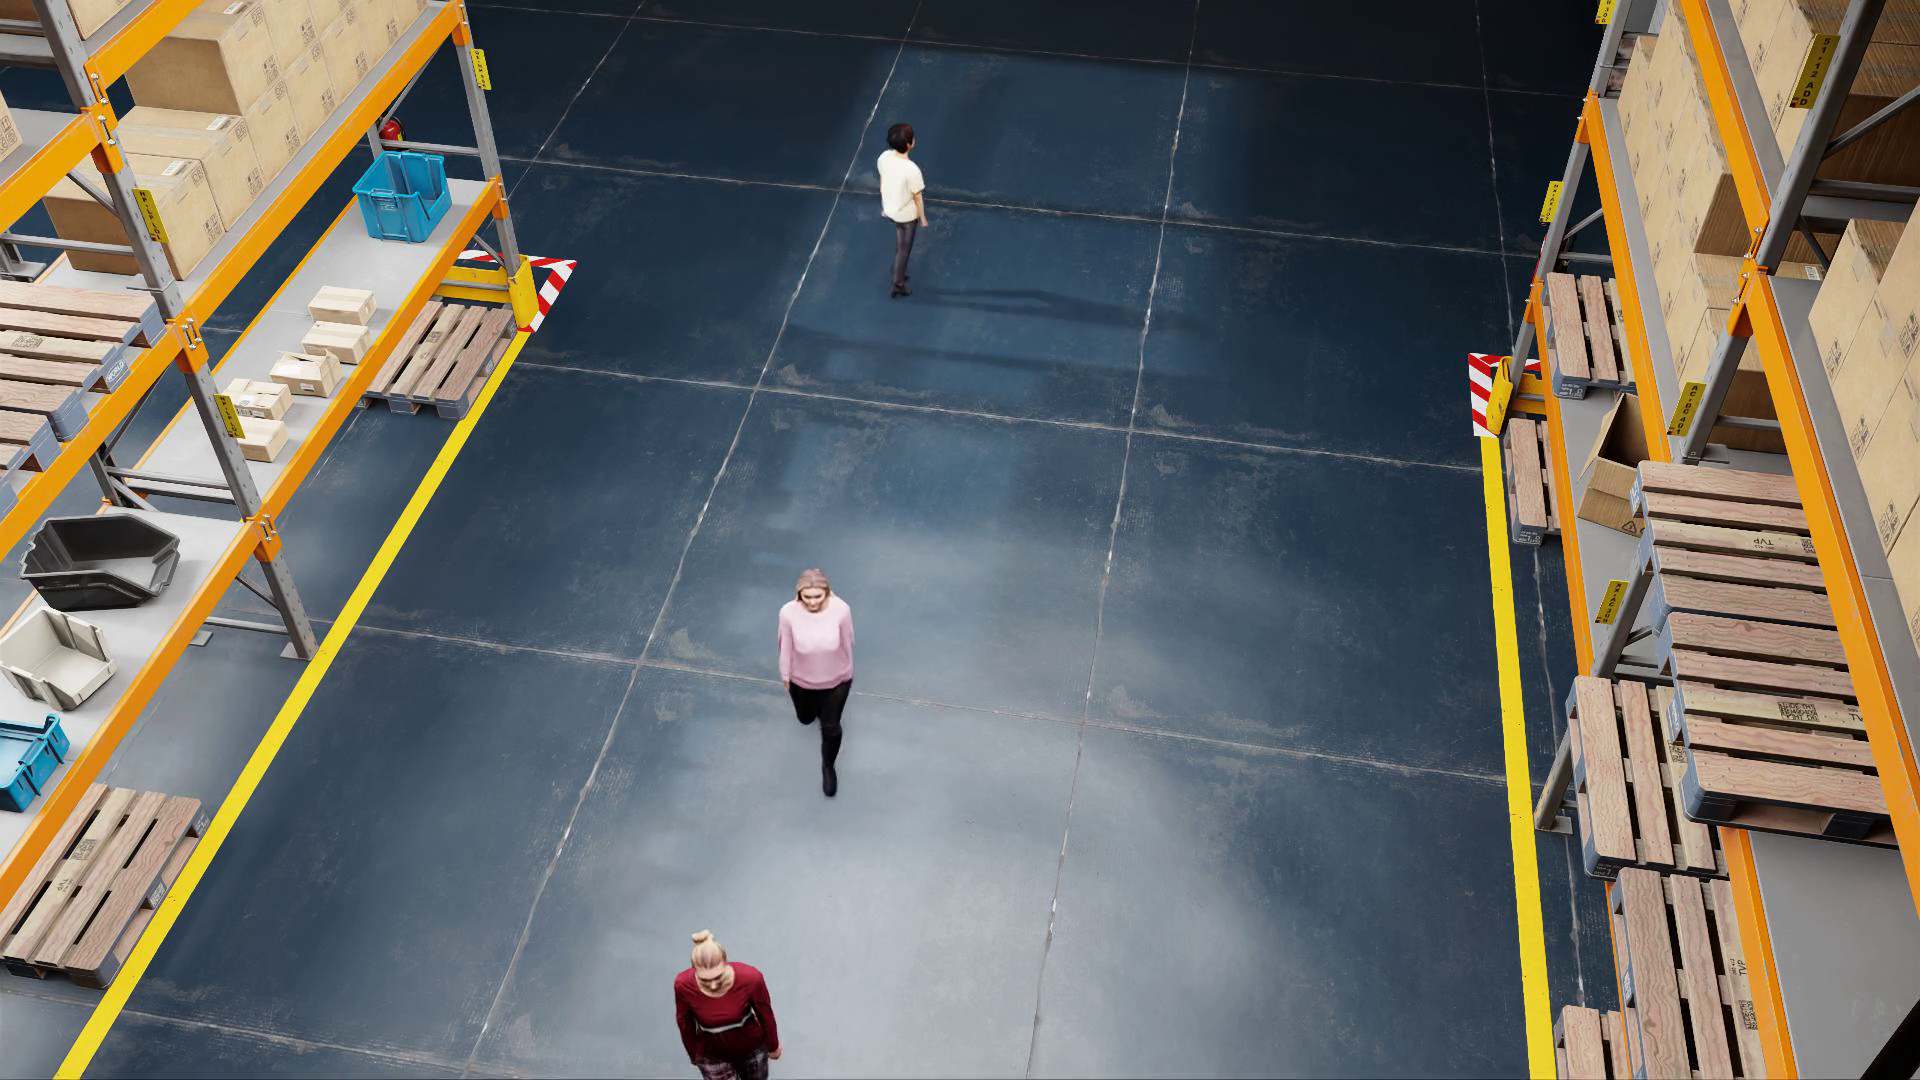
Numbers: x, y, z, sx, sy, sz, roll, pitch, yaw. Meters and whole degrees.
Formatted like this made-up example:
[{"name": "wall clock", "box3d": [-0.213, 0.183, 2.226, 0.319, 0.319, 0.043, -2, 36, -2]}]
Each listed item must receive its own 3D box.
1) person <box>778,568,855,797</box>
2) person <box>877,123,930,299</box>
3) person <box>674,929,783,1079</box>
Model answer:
[{"name": "person", "box3d": [-0.853, 0.755, 10.022, 0.753, 1.673, 1.013, -3, 44, -4]}, {"name": "person", "box3d": [-0.531, -2.666, 13.682, 0.757, 1.578, 0.706, -30, 51, -28]}, {"name": "person", "box3d": [-1.140, 2.433, 8.256, 0.819, 1.681, 0.972, -7, 44, -7]}]
